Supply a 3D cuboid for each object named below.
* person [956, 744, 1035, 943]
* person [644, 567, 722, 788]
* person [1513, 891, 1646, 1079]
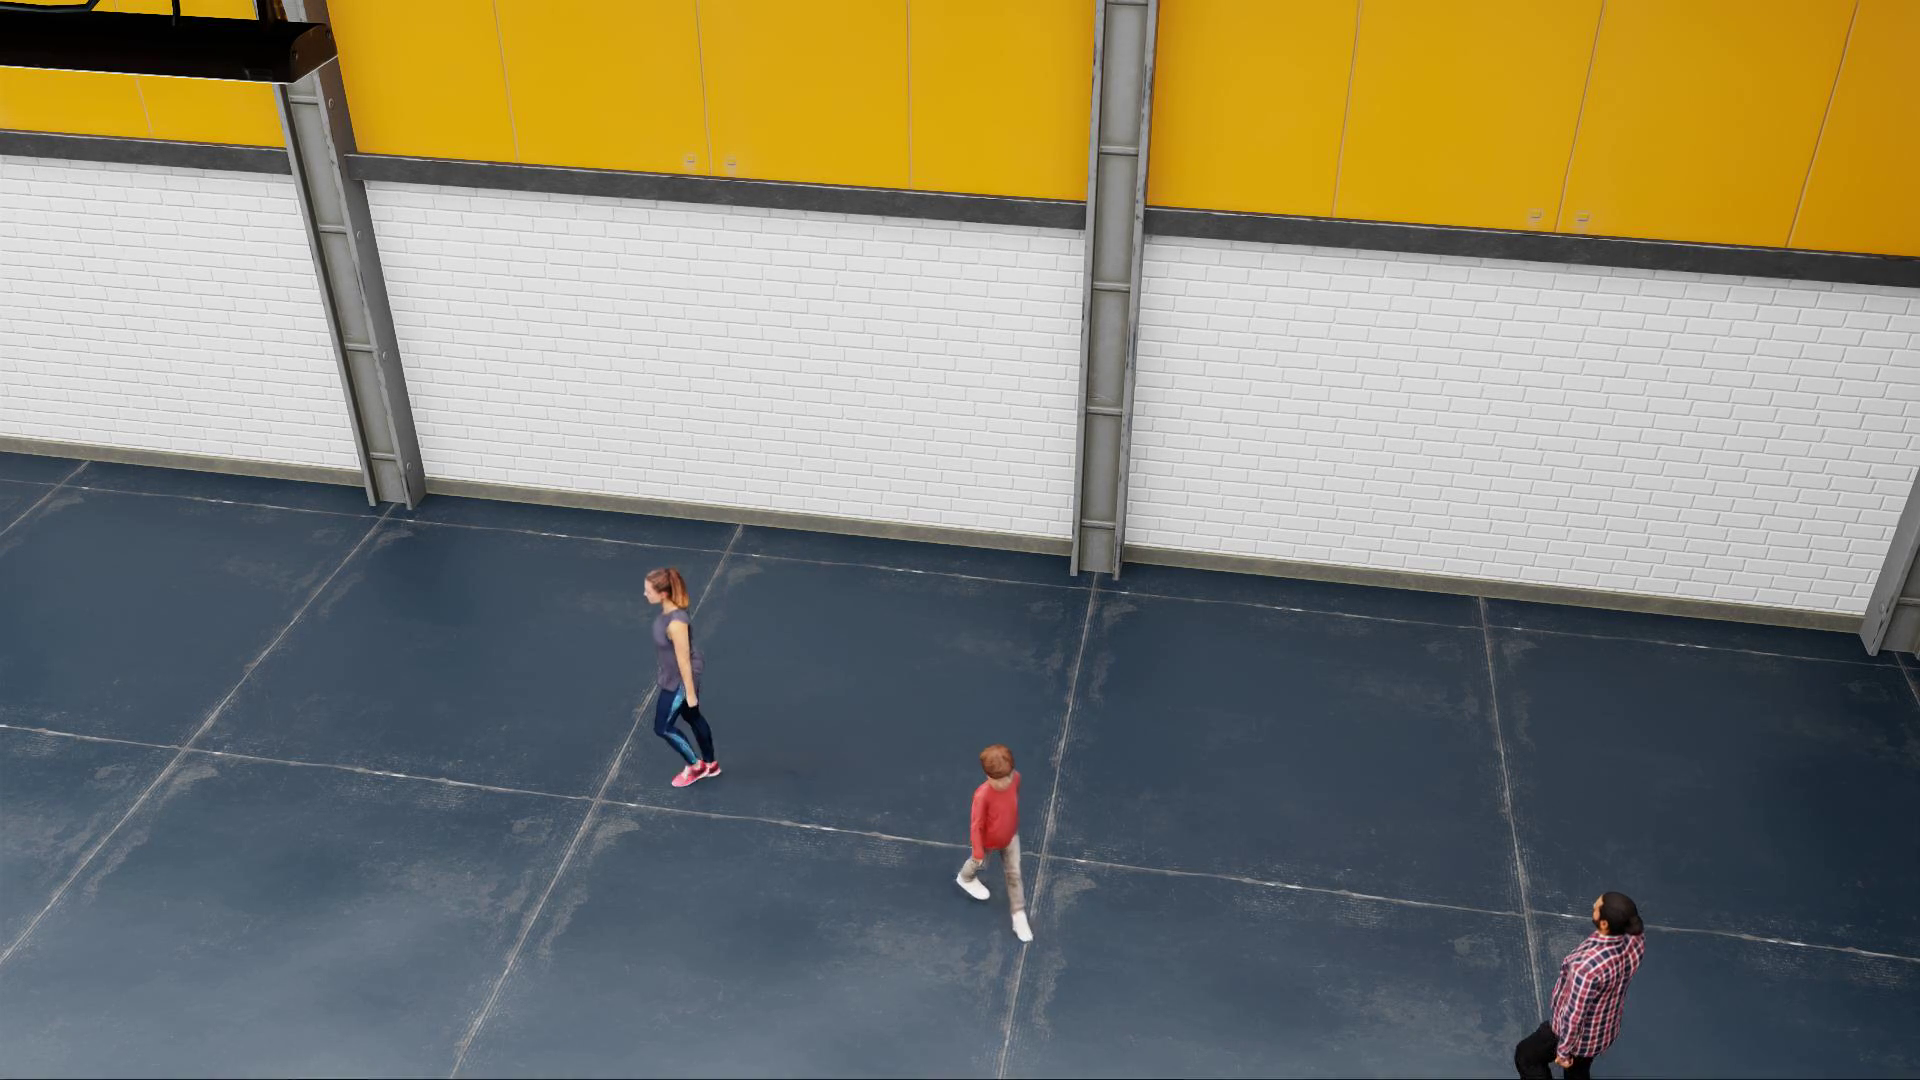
[{"bbox_3d":[0.171,1.705,9.899,0.941,1.368,1.003,-24,41,-32],"label":"person"},{"bbox_3d":[-1.716,0.895,10.805,0.753,1.714,0.712,-8,34,-11],"label":"person"},{"bbox_3d":[3.196,2.470,8.402,0.793,1.751,0.857,-21,39,-28],"label":"person"}]
